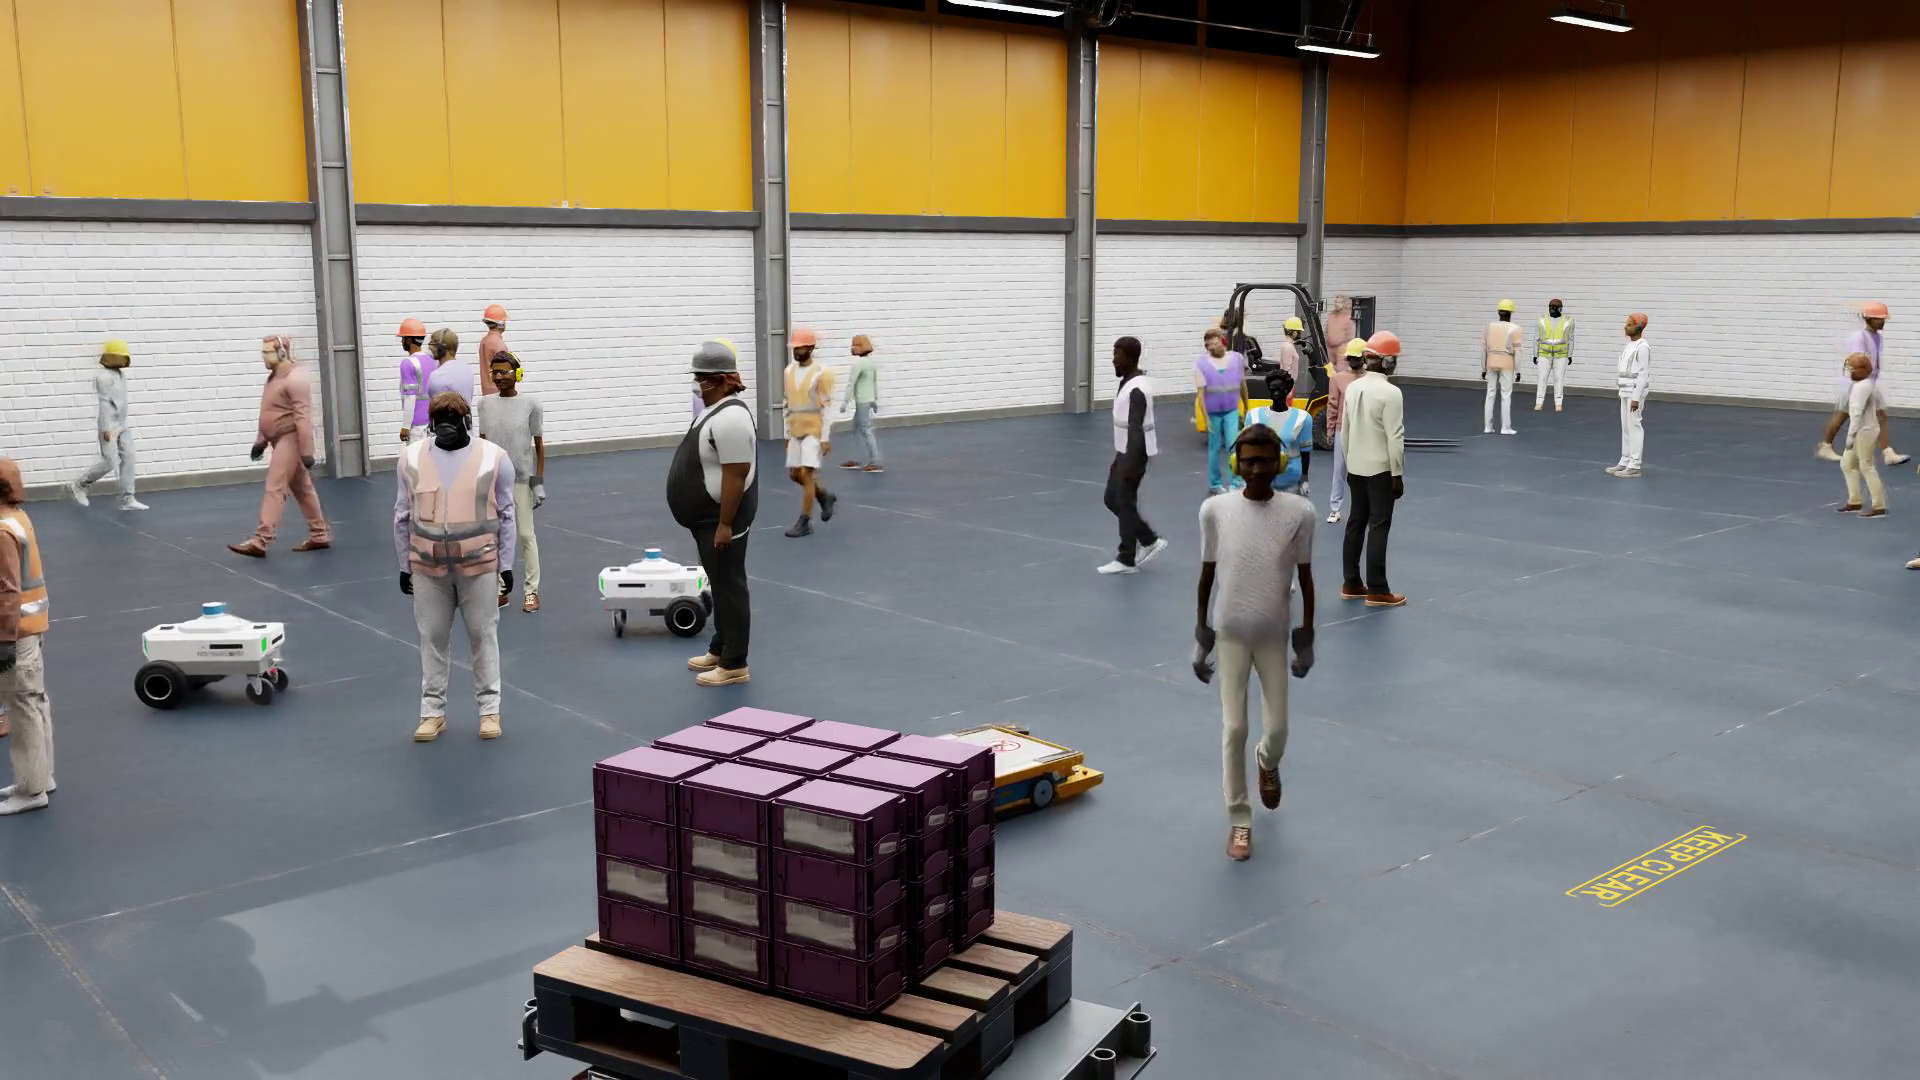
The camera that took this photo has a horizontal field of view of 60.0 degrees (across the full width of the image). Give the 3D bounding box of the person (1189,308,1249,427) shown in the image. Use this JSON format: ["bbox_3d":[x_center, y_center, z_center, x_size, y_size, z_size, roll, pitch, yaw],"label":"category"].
[{"bbox_3d":[3.755,-2.367,23.509,0.946,1.798,0.645,-1,10,-5],"label":"person"}]

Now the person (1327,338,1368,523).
[{"bbox_3d":[3.737,-1.024,15.743,0.533,1.765,0.322,2,10,13],"label":"person"}]

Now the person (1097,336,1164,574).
[{"bbox_3d":[1.352,-0.670,13.239,0.449,1.906,0.627,0,10,-2],"label":"person"}]

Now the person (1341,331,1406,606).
[{"bbox_3d":[3.030,-0.519,12.114,0.393,1.991,0.626,-4,11,-23],"label":"person"}]

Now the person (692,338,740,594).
[{"bbox_3d":[-1.824,-0.557,12.554,0.383,1.921,0.585,1,10,6],"label":"person"}]

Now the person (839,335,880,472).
[{"bbox_3d":[-1.232,-1.604,19.575,0.675,1.608,0.514,3,10,17],"label":"person"}]

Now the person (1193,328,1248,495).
[{"bbox_3d":[2.742,-1.309,17.347,0.645,1.786,0.812,-1,10,-4],"label":"person"}]

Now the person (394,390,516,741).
[{"bbox_3d":[-2.643,0.137,8.720,0.620,1.845,0.430,-1,10,-6],"label":"person"}]

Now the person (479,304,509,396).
[{"bbox_3d":[-5.157,-1.627,18.591,0.372,1.996,0.620,-7,12,-36],"label":"person"}]

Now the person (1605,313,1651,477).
[{"bbox_3d":[7.726,-1.665,19.147,0.355,1.885,0.576,1,10,4],"label":"person"}]

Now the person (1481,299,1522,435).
[{"bbox_3d":[7.715,-2.460,23.679,0.594,1.922,0.386,9,13,42],"label":"person"}]

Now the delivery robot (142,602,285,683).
[{"bbox_3d":[-4.250,0.601,9.492,0.707,0.478,0.477,-1,10,-3],"label":"delivery robot"}]

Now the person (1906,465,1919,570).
[{"bbox_3d":[7.929,-0.644,13.283,0.345,1.847,0.504,-6,11,-32],"label":"person"}]

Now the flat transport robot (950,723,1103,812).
[{"bbox_3d":[-0.069,1.107,7.631,1.431,0.197,0.652,-8,13,-41],"label":"flat transport robot"}]

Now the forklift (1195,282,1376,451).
[{"bbox_3d":[4.328,-2.346,22.227,2.313,2.155,1.214,3,10,16],"label":"forklift"}]

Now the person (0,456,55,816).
[{"bbox_3d":[-4.350,0.428,7.615,0.337,1.638,0.536,-4,11,-24],"label":"person"}]

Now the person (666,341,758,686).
[{"bbox_3d":[-1.473,-0.165,9.907,0.537,2.000,0.682,-3,10,-15],"label":"person"}]

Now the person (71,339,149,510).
[{"bbox_3d":[-8.488,-1.136,16.515,0.631,1.717,0.491,0,10,2],"label":"person"}]

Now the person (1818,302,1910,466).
[{"bbox_3d":[11.029,-1.896,20.240,0.612,1.984,1.100,-5,11,-29],"label":"person"}]

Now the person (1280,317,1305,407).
[{"bbox_3d":[4.193,-1.946,21.144,0.329,1.765,0.533,2,10,11],"label":"person"}]

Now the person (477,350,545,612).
[{"bbox_3d":[-3.210,-0.412,11.850,0.509,1.872,0.328,1,10,3],"label":"person"}]

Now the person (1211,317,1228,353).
[{"bbox_3d":[4.220,-2.755,26.301,0.511,1.621,0.382,9,13,41],"label":"person"}]

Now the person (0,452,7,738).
[{"bbox_3d":[-5.201,0.119,8.741,0.513,1.872,0.328,4,11,24],"label":"person"}]

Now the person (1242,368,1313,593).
[{"bbox_3d":[2.379,-0.444,12.540,0.531,1.697,0.320,2,10,13],"label":"person"}]

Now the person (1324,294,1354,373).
[{"bbox_3d":[6.472,-3.269,28.499,0.425,1.891,0.674,-8,12,-38],"label":"person"}]

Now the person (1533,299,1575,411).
[{"bbox_3d":[9.702,-3.020,27.218,0.633,1.837,0.429,4,10,21],"label":"person"}]

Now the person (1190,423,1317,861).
[{"bbox_3d":[1.257,0.403,7.166,0.527,1.848,0.640,2,10,9],"label":"person"}]

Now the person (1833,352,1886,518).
[{"bbox_3d":[8.756,-1.012,16.115,0.556,1.602,0.514,4,11,24],"label":"person"}]

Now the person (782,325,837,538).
[{"bbox_3d":[-1.359,-1.002,15.172,0.552,1.917,0.700,7,12,35],"label":"person"}]

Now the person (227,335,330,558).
[{"bbox_3d":[-5.804,-0.785,14.036,0.911,1.872,0.649,-6,12,-32],"label":"person"}]

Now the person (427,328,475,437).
[{"bbox_3d":[-4.270,-0.803,13.940,0.372,1.940,0.631,1,10,5],"label":"person"}]

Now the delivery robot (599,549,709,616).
[{"bbox_3d":[-2.068,0.303,11.238,0.707,0.478,0.477,0,10,-2],"label":"delivery robot"}]

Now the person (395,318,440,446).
[{"bbox_3d":[-5.233,-1.163,16.049,0.360,1.939,0.543,2,10,12],"label":"person"}]
